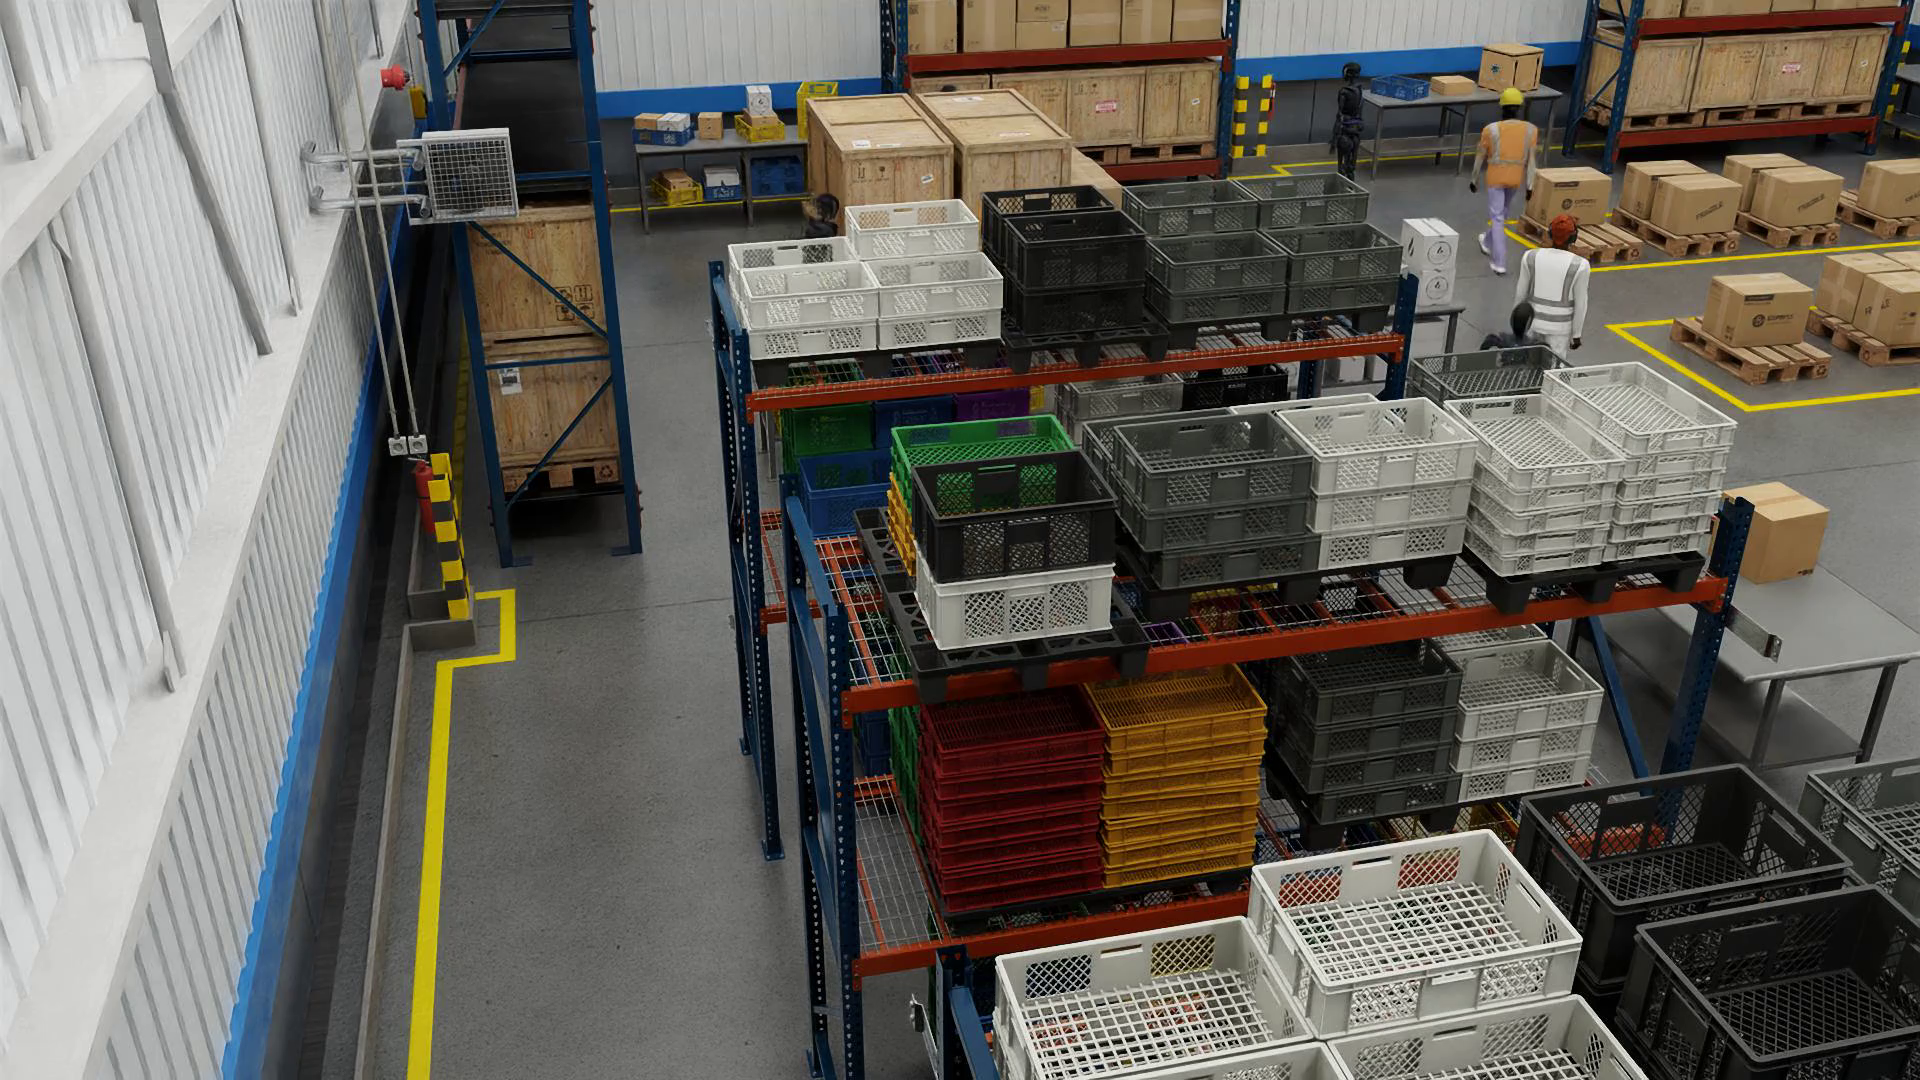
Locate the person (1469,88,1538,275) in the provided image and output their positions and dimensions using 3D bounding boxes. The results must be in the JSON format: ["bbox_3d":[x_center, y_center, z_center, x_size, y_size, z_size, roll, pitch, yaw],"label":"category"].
[{"bbox_3d":[5.714,-3.822,17.586,0.591,1.857,0.999,-3,28,-5],"label":"person"}]

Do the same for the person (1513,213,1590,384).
[{"bbox_3d":[4.819,-1.751,13.637,0.573,1.883,0.355,20,34,32],"label":"person"}]

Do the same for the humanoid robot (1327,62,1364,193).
[{"bbox_3d":[4.575,-4.793,19.622,0.325,1.650,0.567,19,33,31],"label":"humanoid robot"}]

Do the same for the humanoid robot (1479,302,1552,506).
[{"bbox_3d":[4.129,-1.025,12.497,0.594,1.642,0.472,14,31,24],"label":"humanoid robot"}]

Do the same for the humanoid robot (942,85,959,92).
[{"bbox_3d":[-0.267,-4.314,18.751,0.632,1.611,0.632,14,31,25],"label":"humanoid robot"}]

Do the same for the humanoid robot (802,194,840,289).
[{"bbox_3d":[-1.301,-2.278,14.905,0.713,1.620,0.644,10,29,19],"label":"humanoid robot"}]
